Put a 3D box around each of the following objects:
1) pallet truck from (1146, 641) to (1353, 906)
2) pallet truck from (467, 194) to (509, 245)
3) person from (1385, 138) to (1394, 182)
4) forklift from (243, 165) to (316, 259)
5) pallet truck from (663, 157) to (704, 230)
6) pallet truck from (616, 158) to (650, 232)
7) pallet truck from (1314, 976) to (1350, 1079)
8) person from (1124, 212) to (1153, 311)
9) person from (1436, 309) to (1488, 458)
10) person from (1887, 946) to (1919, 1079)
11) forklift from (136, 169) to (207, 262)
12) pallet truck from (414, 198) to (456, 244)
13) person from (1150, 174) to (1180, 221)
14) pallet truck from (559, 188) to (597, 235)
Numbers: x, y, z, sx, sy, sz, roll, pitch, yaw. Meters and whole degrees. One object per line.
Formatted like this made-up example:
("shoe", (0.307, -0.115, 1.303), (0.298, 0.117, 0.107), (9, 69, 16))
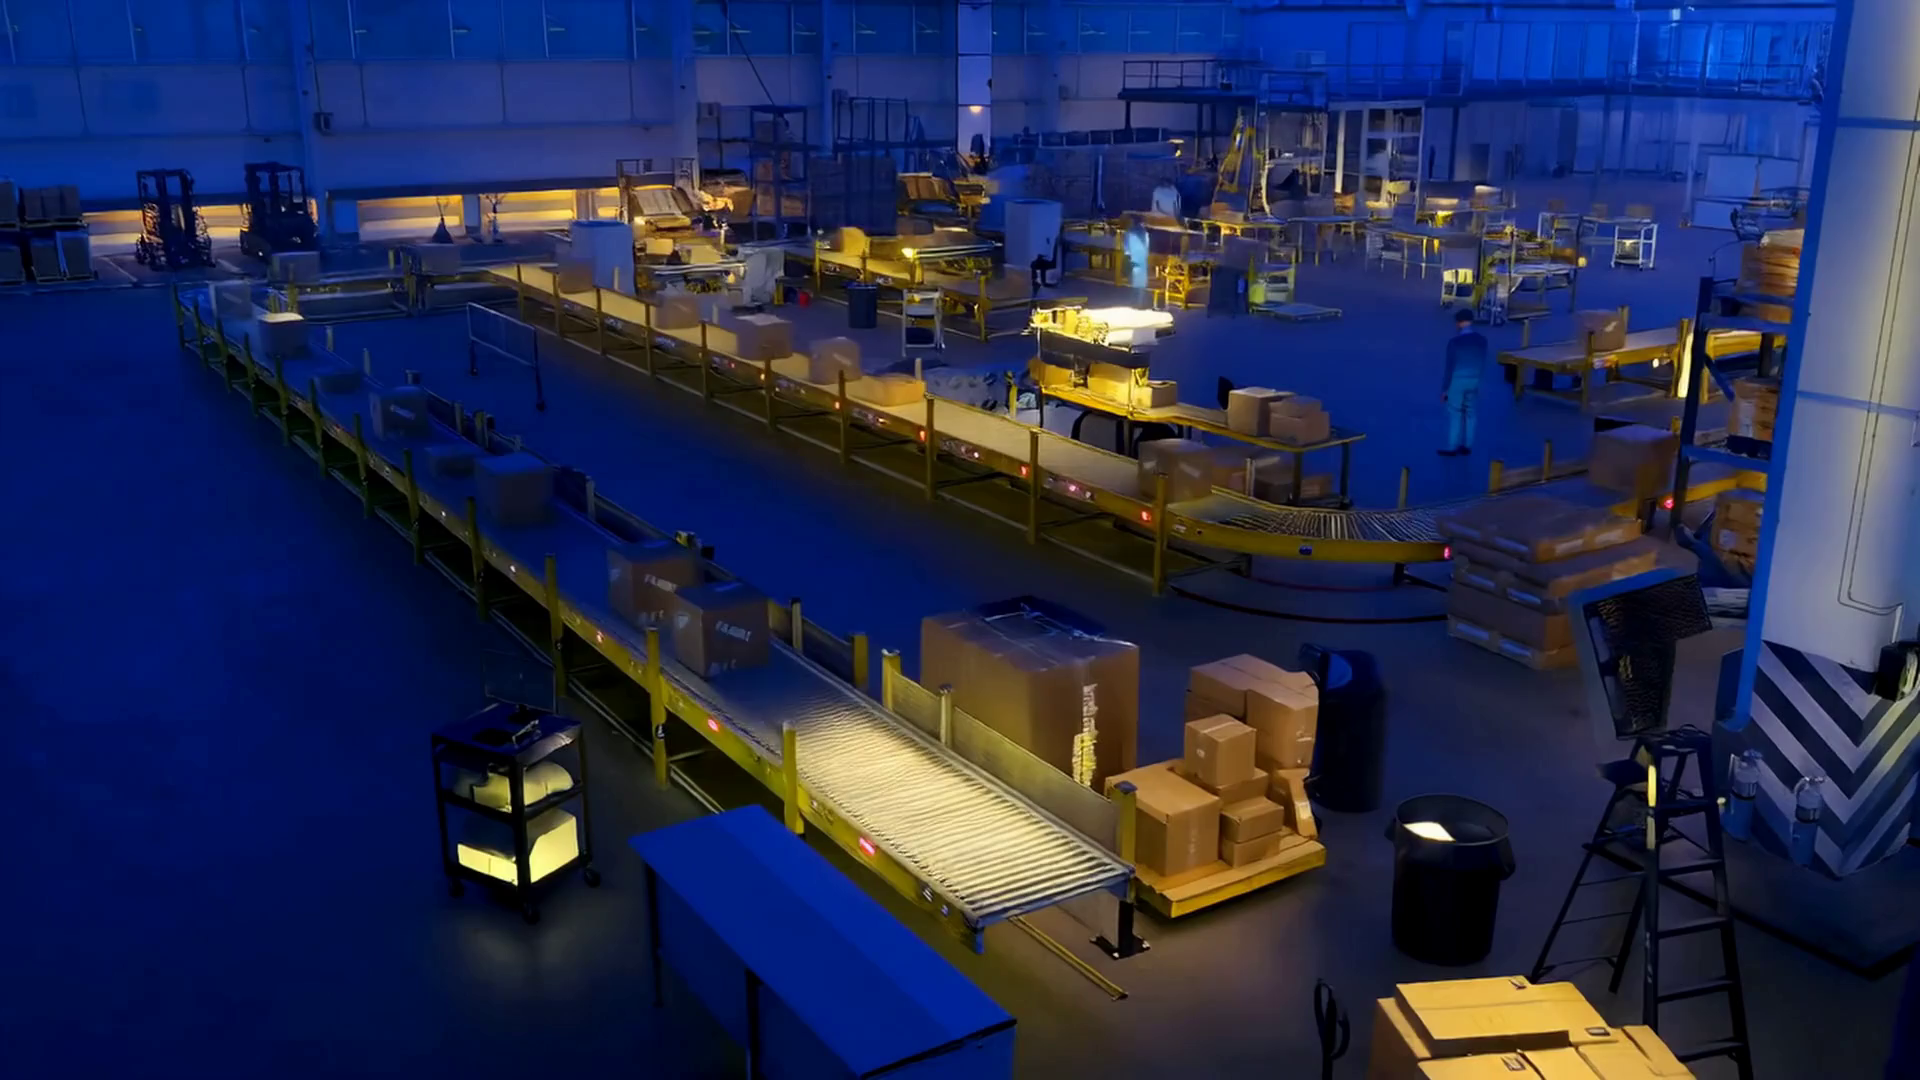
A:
("pallet truck", (1.664, 1.407, 10.232), (1.630, 1.274, 0.653), (-10, 20, -31))
("pallet truck", (-11.983, -8.177, 42.137), (0.704, 1.261, 1.522), (-11, 20, -33))
("person", (14.482, -12.713, 56.287), (0.515, 1.842, 0.333), (-14, 22, -40))
("forklift", (-15.898, -7.669, 38.708), (1.157, 1.987, 2.680), (-11, 20, -33))
("pallet truck", (-7.586, -9.308, 44.692), (0.823, 1.965, 1.885), (-11, 20, -33))
("pallet truck", (-8.918, -9.176, 44.255), (0.823, 1.965, 1.885), (-9, 19, -27))
("pallet truck", (2.299, 2.390, 7.086), (1.601, 1.201, 0.680), (-2, 17, -7))
("person", (3.236, -4.871, 29.874), (0.645, 2.028, 0.429), (-16, 23, -42))
("person", (6.137, -1.912, 20.374), (0.586, 1.827, 0.404), (-8, 19, -25))
("person", (4.120, 2.194, 6.832), (0.538, 1.745, 0.470), (11, 20, 33))
("forklift", (-17.842, -7.318, 37.559), (1.157, 1.987, 2.680), (-10, 20, -31))
("pallet truck", (-13.250, -8.060, 41.856), (0.680, 1.201, 1.601), (-10, 20, -31))
("person", (4.945, -7.850, 40.032), (0.739, 1.886, 0.444), (0, 17, -1))
("pallet truck", (-10.010, -8.652, 43.699), (0.653, 1.274, 1.630), (-10, 20, -31))
